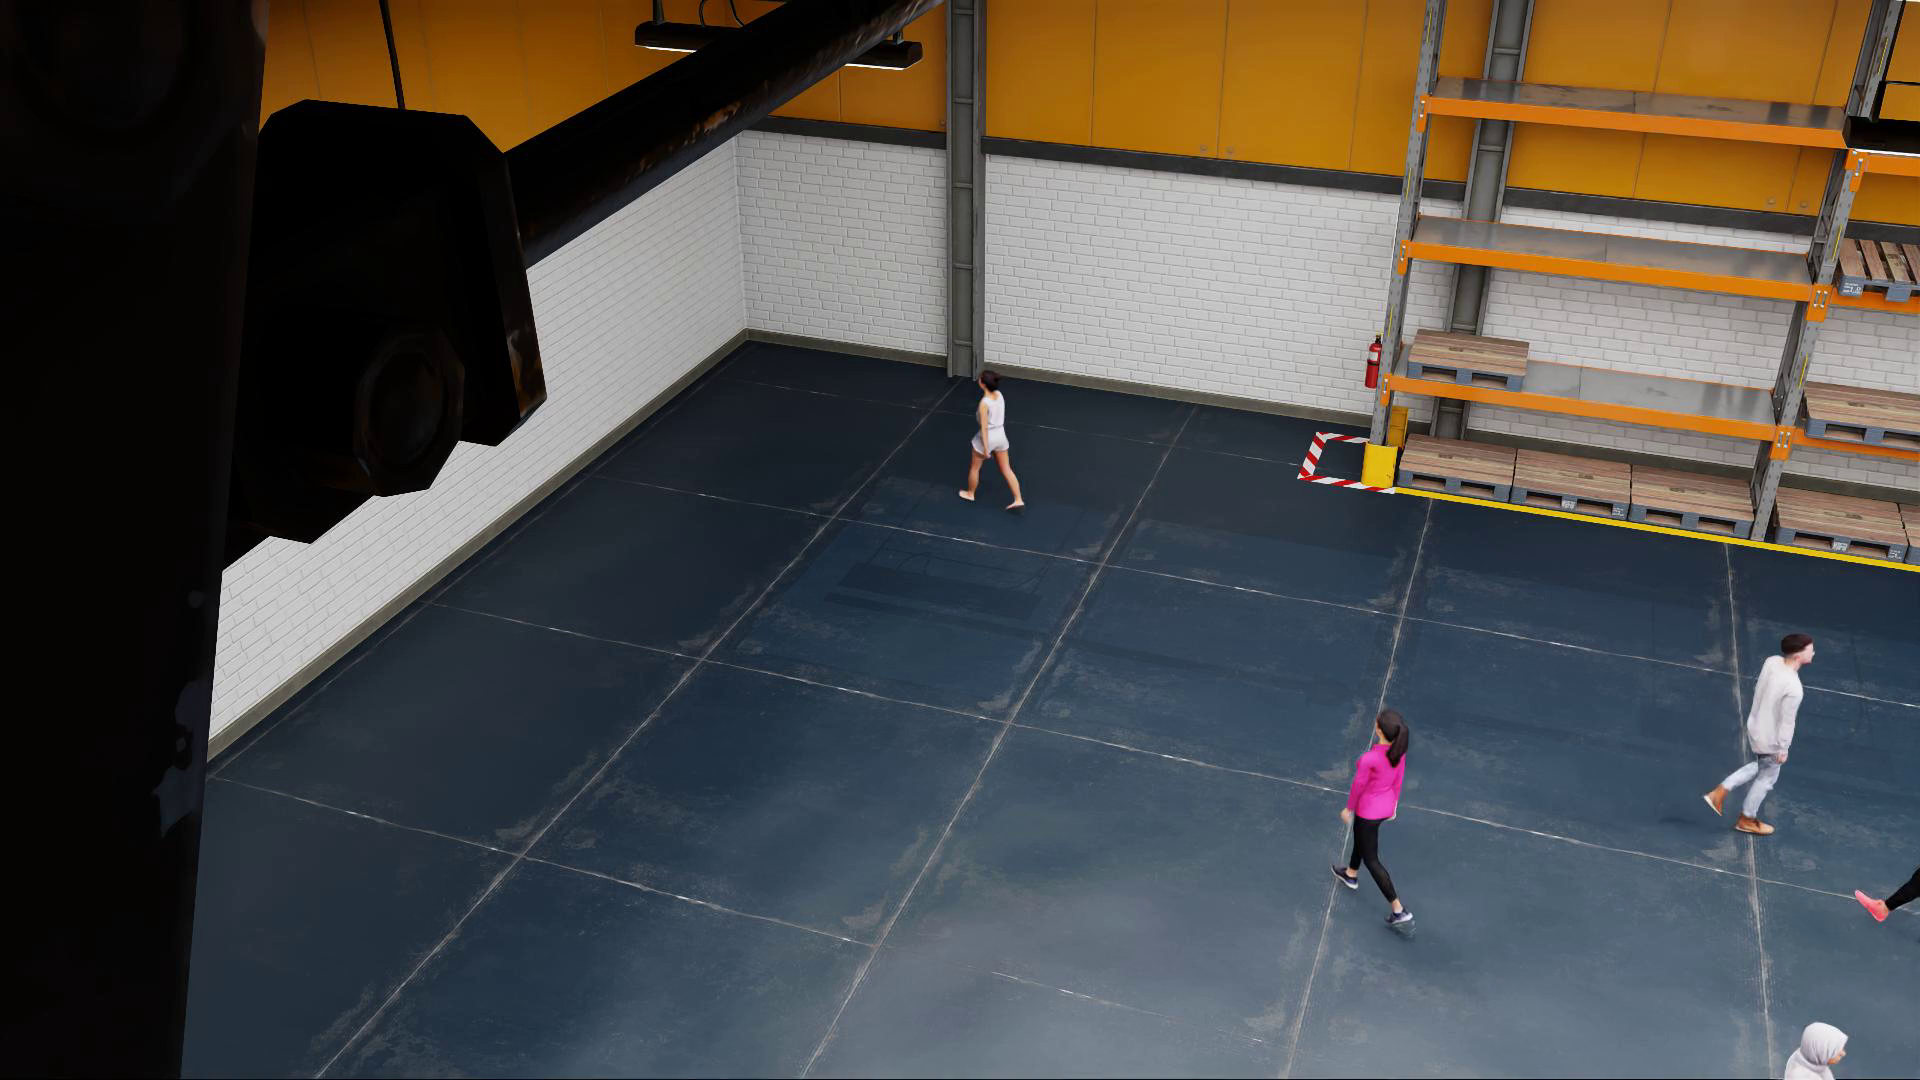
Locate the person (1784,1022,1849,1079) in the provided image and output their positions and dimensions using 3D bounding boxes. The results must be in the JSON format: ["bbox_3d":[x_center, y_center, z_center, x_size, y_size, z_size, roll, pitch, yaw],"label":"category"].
[{"bbox_3d":[4.580,3.391,9.364,0.706,1.770,0.643,13,31,22],"label":"person"}]

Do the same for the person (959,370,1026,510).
[{"bbox_3d":[0.399,-1.035,17.684,1.113,1.572,0.812,22,35,34],"label":"person"}]

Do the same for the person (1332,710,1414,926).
[{"bbox_3d":[3.046,2.017,11.990,0.979,1.667,1.146,-19,34,-31],"label":"person"}]

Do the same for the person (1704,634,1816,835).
[{"bbox_3d":[6.157,1.486,12.801,0.900,1.823,0.822,1,29,2],"label":"person"}]
